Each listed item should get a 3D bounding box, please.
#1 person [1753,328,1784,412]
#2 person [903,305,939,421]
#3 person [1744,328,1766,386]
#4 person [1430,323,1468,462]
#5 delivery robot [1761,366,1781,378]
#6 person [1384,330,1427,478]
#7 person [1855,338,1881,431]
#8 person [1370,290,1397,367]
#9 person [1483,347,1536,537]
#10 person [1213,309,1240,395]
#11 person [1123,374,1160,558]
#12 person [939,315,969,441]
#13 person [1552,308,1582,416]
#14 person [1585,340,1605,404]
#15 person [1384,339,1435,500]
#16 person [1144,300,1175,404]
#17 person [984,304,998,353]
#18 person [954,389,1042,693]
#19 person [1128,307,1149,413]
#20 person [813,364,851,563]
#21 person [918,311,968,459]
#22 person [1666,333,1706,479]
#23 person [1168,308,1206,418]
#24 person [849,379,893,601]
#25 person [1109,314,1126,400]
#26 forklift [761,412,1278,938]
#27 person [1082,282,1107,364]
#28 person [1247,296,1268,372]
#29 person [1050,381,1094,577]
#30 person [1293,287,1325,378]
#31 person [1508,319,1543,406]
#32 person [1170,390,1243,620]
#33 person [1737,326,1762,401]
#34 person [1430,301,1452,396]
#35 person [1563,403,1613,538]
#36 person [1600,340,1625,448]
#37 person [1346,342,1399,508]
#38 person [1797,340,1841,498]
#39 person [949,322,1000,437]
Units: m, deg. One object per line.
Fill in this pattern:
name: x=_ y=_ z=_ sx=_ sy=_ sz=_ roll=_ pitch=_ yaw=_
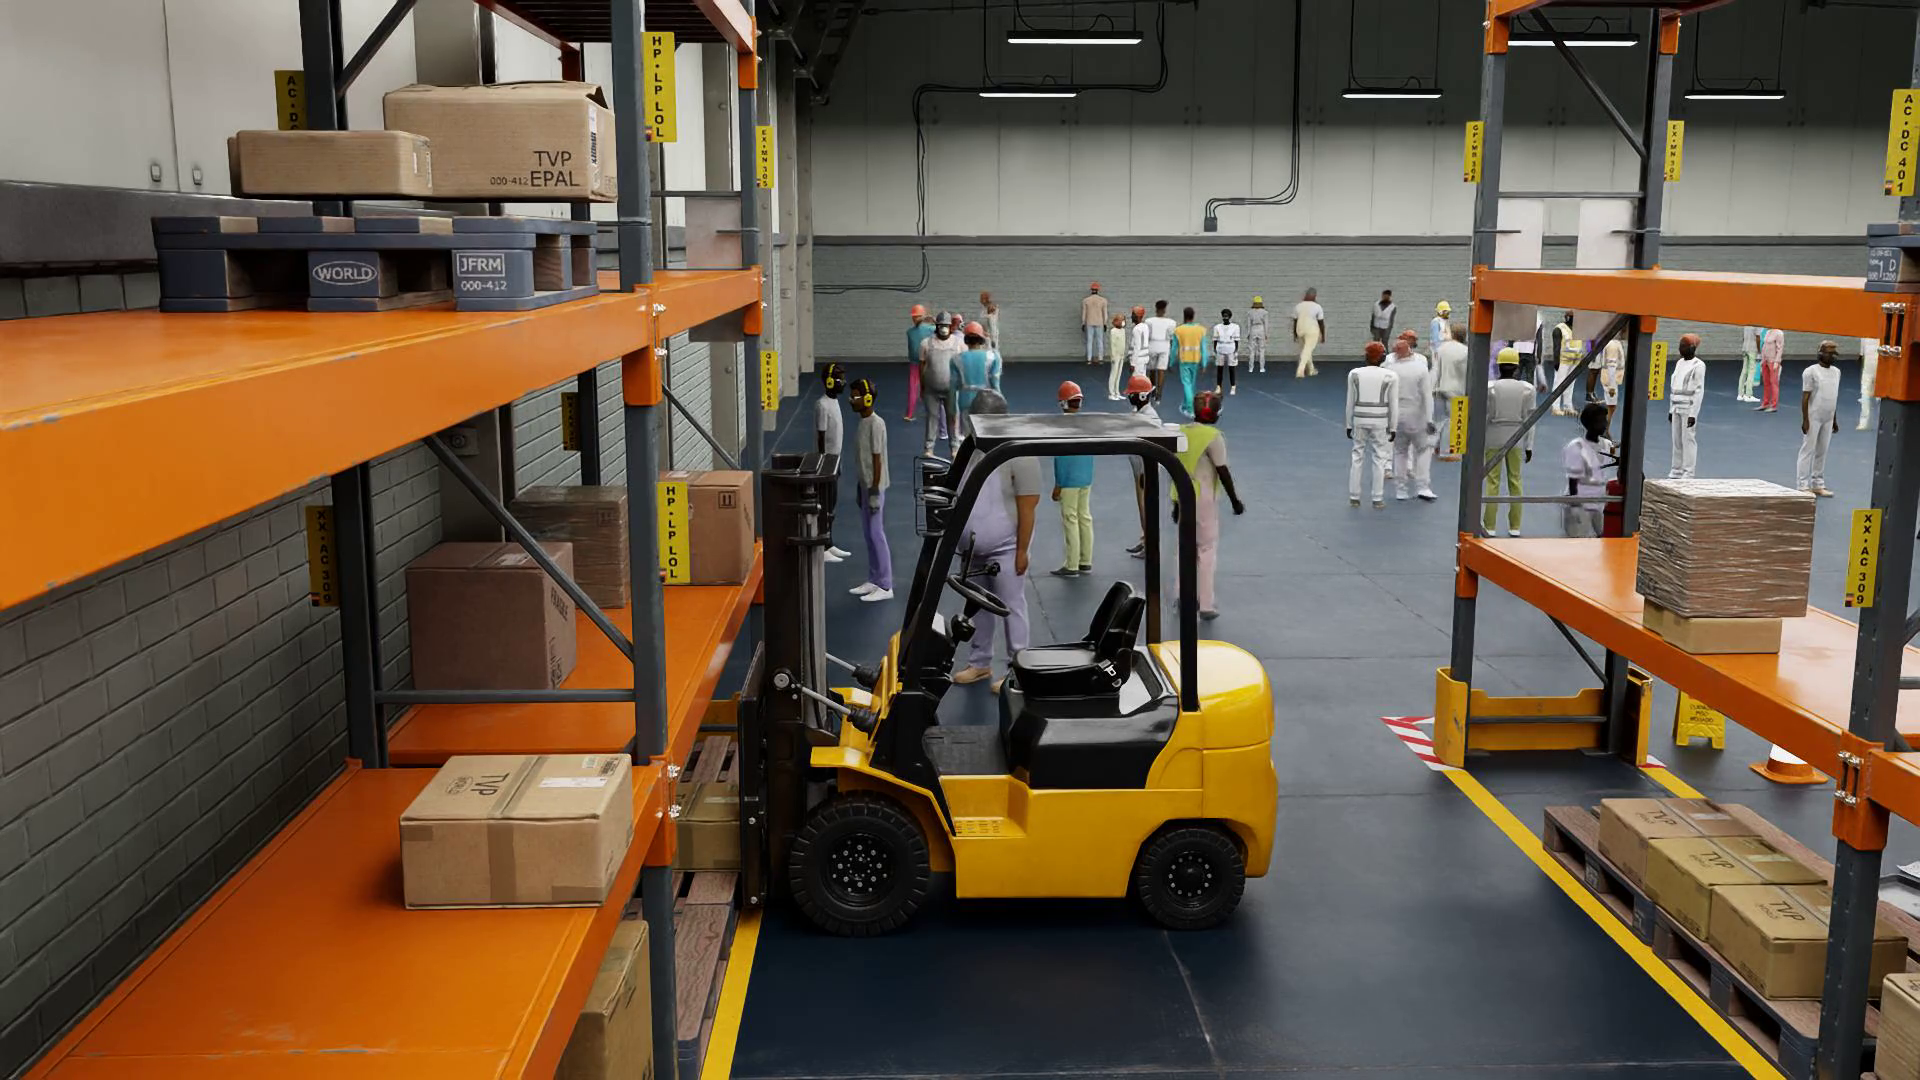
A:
person: x=14.262 y=-3.131 z=29.259 sx=0.301 sy=1.772 sz=0.525 roll=-1 pitch=10 yaw=-4
person: x=-0.613 y=-3.005 z=28.099 sx=0.602 sy=1.947 sz=1.042 roll=5 pitch=11 yaw=26
person: x=16.565 y=-4.115 z=34.566 sx=0.339 sy=1.834 sz=0.523 roll=6 pitch=12 yaw=30
person: x=6.700 y=-1.981 z=22.527 sx=0.409 sy=1.903 sz=0.729 roll=-3 pitch=10 yaw=-14
delivery robot: x=17.022 y=-3.602 z=35.003 sx=0.477 sy=0.478 sz=0.707 roll=3 pitch=11 yaw=14
person: x=5.616 y=-1.714 z=21.042 sx=0.573 sy=1.886 sz=0.353 roll=-1 pitch=10 yaw=-4
person: x=14.520 y=-2.629 z=26.321 sx=0.726 sy=1.823 sz=0.523 roll=-7 pitch=12 yaw=-32
person: x=10.021 y=-5.000 z=39.458 sx=0.637 sy=1.849 sz=0.856 roll=5 pitch=12 yaw=28
person: x=5.507 y=-0.985 z=16.862 sx=0.594 sy=1.924 sz=0.382 roll=0 pitch=10 yaw=2
person: x=5.203 y=-3.670 z=32.492 sx=0.530 sy=1.689 sz=0.321 roll=4 pitch=11 yaw=23
person: x=1.713 y=-0.700 z=15.798 sx=0.360 sy=1.742 sz=0.562 roll=0 pitch=10 yaw=-1
person: x=-0.068 y=-2.441 z=25.070 sx=0.645 sy=1.900 sz=0.399 roll=6 pitch=12 yaw=30
person: x=10.503 y=-3.069 z=28.711 sx=0.621 sy=1.845 sz=0.430 roll=-5 pitch=11 yaw=-24
person: x=11.823 y=-3.516 z=30.851 sx=0.361 sy=1.964 sz=0.616 roll=6 pitch=12 yaw=32
person: x=5.191 y=-1.387 z=19.303 sx=0.738 sy=1.862 sz=0.405 roll=8 pitch=13 yaw=38
person: x=3.709 y=-3.504 z=30.955 sx=0.606 sy=1.895 sz=1.083 roll=2 pitch=10 yaw=10
person: x=0.690 y=-4.336 z=36.389 sx=0.444 sy=1.623 sz=0.516 roll=-2 pitch=10 yaw=-11
person: x=0.193 y=-0.003 z=11.074 sx=0.535 sy=2.000 sz=0.686 roll=-10 pitch=14 yaw=-43
person: x=3.045 y=-3.043 z=28.451 sx=0.355 sy=1.883 sz=0.574 roll=4 pitch=11 yaw=22
person: x=-1.215 y=-0.720 z=15.591 sx=0.322 sy=1.861 sz=0.513 roll=2 pitch=10 yaw=9
person: x=-0.231 y=-2.123 z=22.889 sx=0.683 sy=2.000 sz=0.538 roll=0 pitch=10 yaw=-1
person: x=8.786 y=-1.560 z=20.188 sx=0.355 sy=1.885 sz=0.575 roll=-1 pitch=10 yaw=-6
person: x=3.907 y=-3.039 z=28.498 sx=0.608 sy=1.867 sz=1.014 roll=-2 pitch=10 yaw=-12
person: x=-0.759 y=-0.419 z=13.921 sx=0.328 sy=1.861 sz=0.503 roll=-4 pitch=11 yaw=-19
person: x=2.991 y=-3.463 z=31.485 sx=0.267 sy=1.632 sz=0.507 roll=6 pitch=12 yaw=29
forklift: x=0.291 y=0.548 z=7.580 sx=2.313 sy=2.155 sz=1.214 roll=0 pitch=10 yaw=-2
person: x=3.290 y=-5.294 z=40.678 sx=0.623 sy=1.992 sz=0.396 roll=0 pitch=10 yaw=2
person: x=6.844 y=-4.740 z=38.293 sx=0.486 sy=1.745 sz=0.293 roll=3 pitch=10 yaw=14
person: x=0.993 y=-0.546 z=14.906 sx=0.339 sy=1.748 sz=0.564 roll=8 pitch=13 yaw=37
person: x=7.723 y=-4.622 z=36.806 sx=0.690 sy=2.000 sz=1.031 roll=10 pitch=14 yaw=43
person: x=10.279 y=-3.384 z=30.256 sx=0.597 sy=1.917 sz=0.374 roll=6 pitch=12 yaw=28
person: x=1.945 y=-0.283 z=13.258 sx=0.540 sy=1.821 sz=0.557 roll=-4 pitch=11 yaw=-20
person: x=14.861 y=-3.525 z=31.203 sx=0.327 sy=1.863 sz=0.511 roll=-1 pitch=10 yaw=-8
person: x=9.344 y=-3.712 z=32.313 sx=0.404 sy=1.835 sz=0.587 roll=7 pitch=12 yaw=34
person: x=5.160 y=-0.279 z=13.619 sx=0.539 sy=1.682 sz=0.432 roll=-4 pitch=11 yaw=-23
person: x=9.521 y=-2.298 z=24.195 sx=0.383 sy=1.926 sz=0.550 roll=4 pitch=11 yaw=22
person: x=4.630 y=-1.288 z=18.714 sx=0.578 sy=1.878 sz=0.350 roll=5 pitch=11 yaw=25
person: x=10.051 y=-1.405 z=19.432 sx=0.506 sy=1.846 sz=0.345 roll=-4 pitch=11 yaw=-20
person: x=0.180 y=-1.624 z=20.146 sx=0.624 sy=2.013 sz=0.868 roll=0 pitch=10 yaw=2
